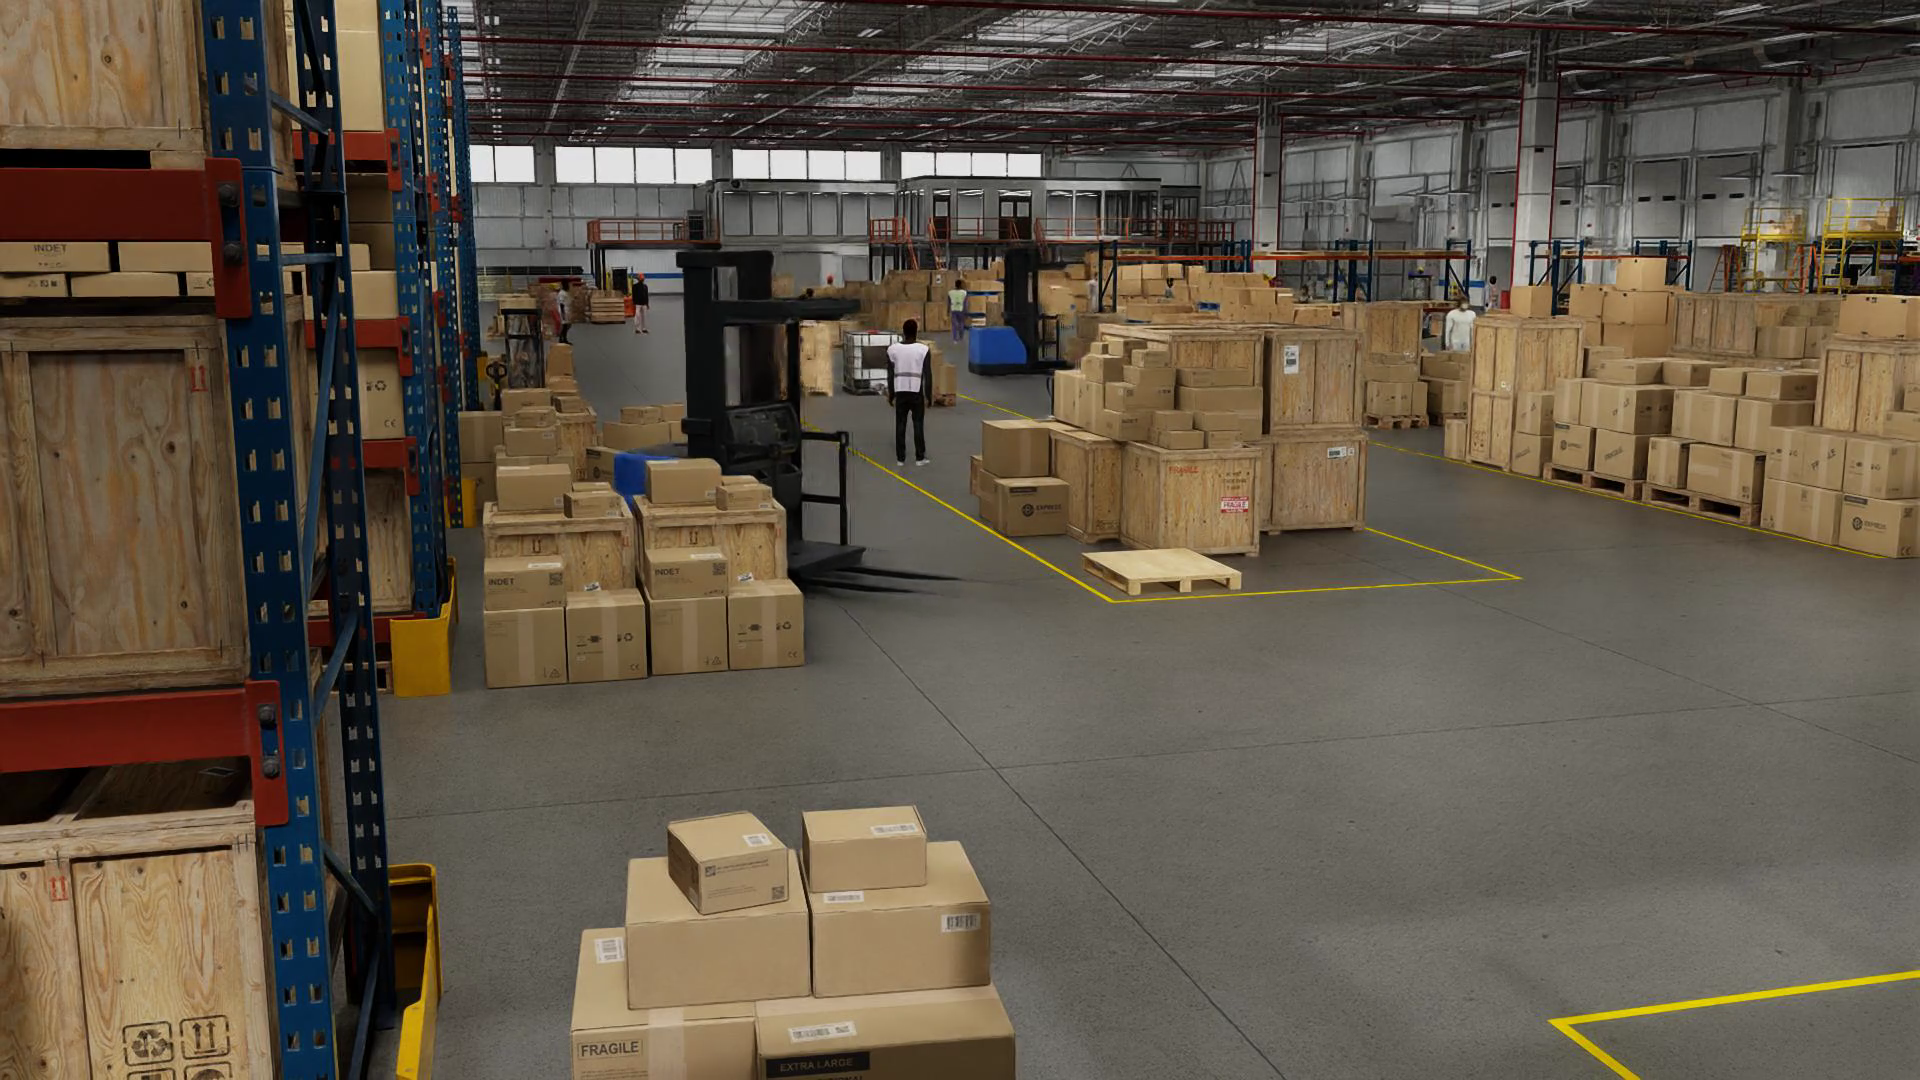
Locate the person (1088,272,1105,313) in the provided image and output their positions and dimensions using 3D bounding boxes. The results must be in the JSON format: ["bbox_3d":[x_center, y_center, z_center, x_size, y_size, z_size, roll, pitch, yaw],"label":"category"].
[{"bbox_3d":[5.146,-9.103,62.423,0.657,1.923,0.479,-4,11,-20],"label":"person"}]

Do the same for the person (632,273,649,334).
[{"bbox_3d":[-10.525,-7.802,54.852,0.375,1.997,0.608,9,14,43],"label":"person"}]

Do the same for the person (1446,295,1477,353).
[{"bbox_3d":[10.035,-3.975,33.447,0.629,1.912,0.779,-1,10,-7],"label":"person"}]

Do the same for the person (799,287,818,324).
[{"bbox_3d":[-3.791,-5.446,41.962,0.514,1.841,0.901,-7,12,-36],"label":"person"}]

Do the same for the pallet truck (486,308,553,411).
[{"bbox_3d":[-6.242,-2.418,24.362,0.823,1.965,1.885,1,10,3],"label":"pallet truck"}]

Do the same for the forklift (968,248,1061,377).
[{"bbox_3d":[1.201,-5.032,36.667,1.873,2.768,1.129,-3,10,-15],"label":"forklift"}]

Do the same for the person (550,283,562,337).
[{"bbox_3d":[-12.624,-7.231,52.417,0.595,1.699,0.886,-8,13,-39],"label":"person"}]

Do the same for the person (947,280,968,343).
[{"bbox_3d":[-0.074,-6.808,49.623,0.603,1.864,1.026,0,10,-2],"label":"person"}]

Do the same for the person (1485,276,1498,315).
[{"bbox_3d":[18.794,-8.415,58.816,0.628,1.832,0.429,-9,13,-42],"label":"person"}]

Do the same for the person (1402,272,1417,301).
[{"bbox_3d":[17.458,-9.416,64.320,0.997,1.899,0.607,6,12,31],"label":"person"}]

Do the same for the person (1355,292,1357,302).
[{"bbox_3d":[12.832,-7.658,54.946,0.806,1.662,0.554,6,12,32],"label":"person"}]

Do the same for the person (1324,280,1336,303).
[{"bbox_3d":[12.650,-8.083,57.243,0.783,1.714,0.487,-2,10,-9],"label":"person"}]

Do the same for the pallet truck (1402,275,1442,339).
[{"bbox_3d":[14.620,-7.324,52.145,0.823,1.965,1.885,8,13,40],"label":"pallet truck"}]

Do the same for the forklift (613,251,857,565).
[{"bbox_3d":[-1.995,-1.089,14.338,1.873,2.768,1.129,6,12,29],"label":"forklift"}]

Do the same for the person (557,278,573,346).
[{"bbox_3d":[-11.466,-6.591,48.139,0.542,1.952,0.630,1,10,8],"label":"person"}]

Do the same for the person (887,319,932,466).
[{"bbox_3d":[-0.661,-1.929,21.818,0.597,1.916,0.372,2,10,11],"label":"person"}]

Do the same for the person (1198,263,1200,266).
[{"bbox_3d":[13.017,-14.157,90.833,0.622,1.996,0.369,-4,11,-20],"label":"person"}]

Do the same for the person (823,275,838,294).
[{"bbox_3d":[-4.336,-7.872,55.494,0.555,1.911,0.743,-3,10,-15],"label":"person"}]

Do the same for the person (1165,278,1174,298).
[{"bbox_3d":[6.741,-7.500,53.501,0.328,1.873,0.519,2,10,12],"label":"person"}]

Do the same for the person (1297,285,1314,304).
[{"bbox_3d":[9.341,-6.021,45.252,0.461,1.828,0.529,-7,12,-33],"label":"person"}]

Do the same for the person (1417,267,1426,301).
[{"bbox_3d":[20.937,-11.436,75.626,0.361,1.929,0.587,-8,13,-38],"label":"person"}]
